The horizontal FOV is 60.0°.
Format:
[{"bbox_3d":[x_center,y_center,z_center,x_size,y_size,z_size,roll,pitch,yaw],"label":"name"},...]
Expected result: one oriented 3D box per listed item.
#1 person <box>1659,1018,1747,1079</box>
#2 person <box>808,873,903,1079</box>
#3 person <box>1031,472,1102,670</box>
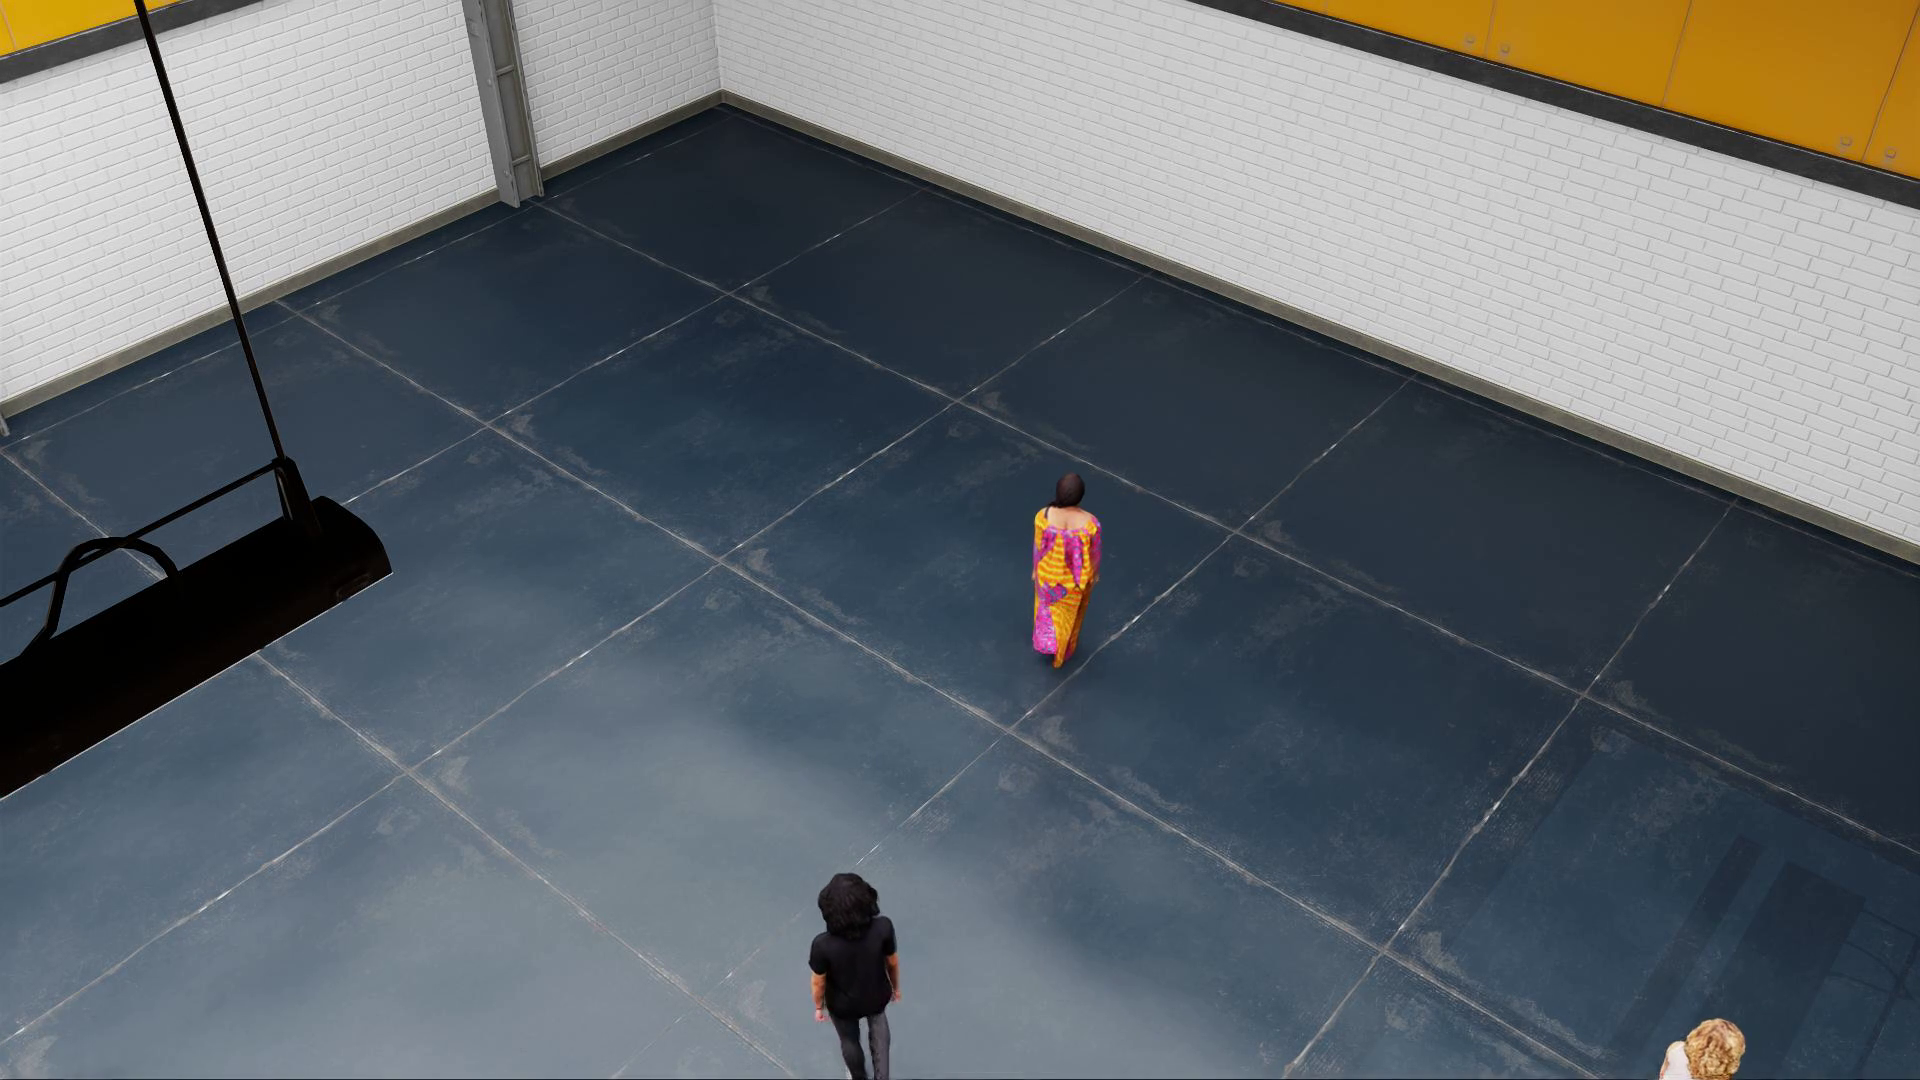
[{"bbox_3d":[3.576,3.034,8.482,0.983,1.647,0.842,-16,41,-19],"label":"person"},{"bbox_3d":[-0.530,2.509,8.995,0.801,1.828,0.868,-11,40,-13],"label":"person"},{"bbox_3d":[0.734,0.238,11.973,0.812,1.658,0.875,7,39,9],"label":"person"}]
